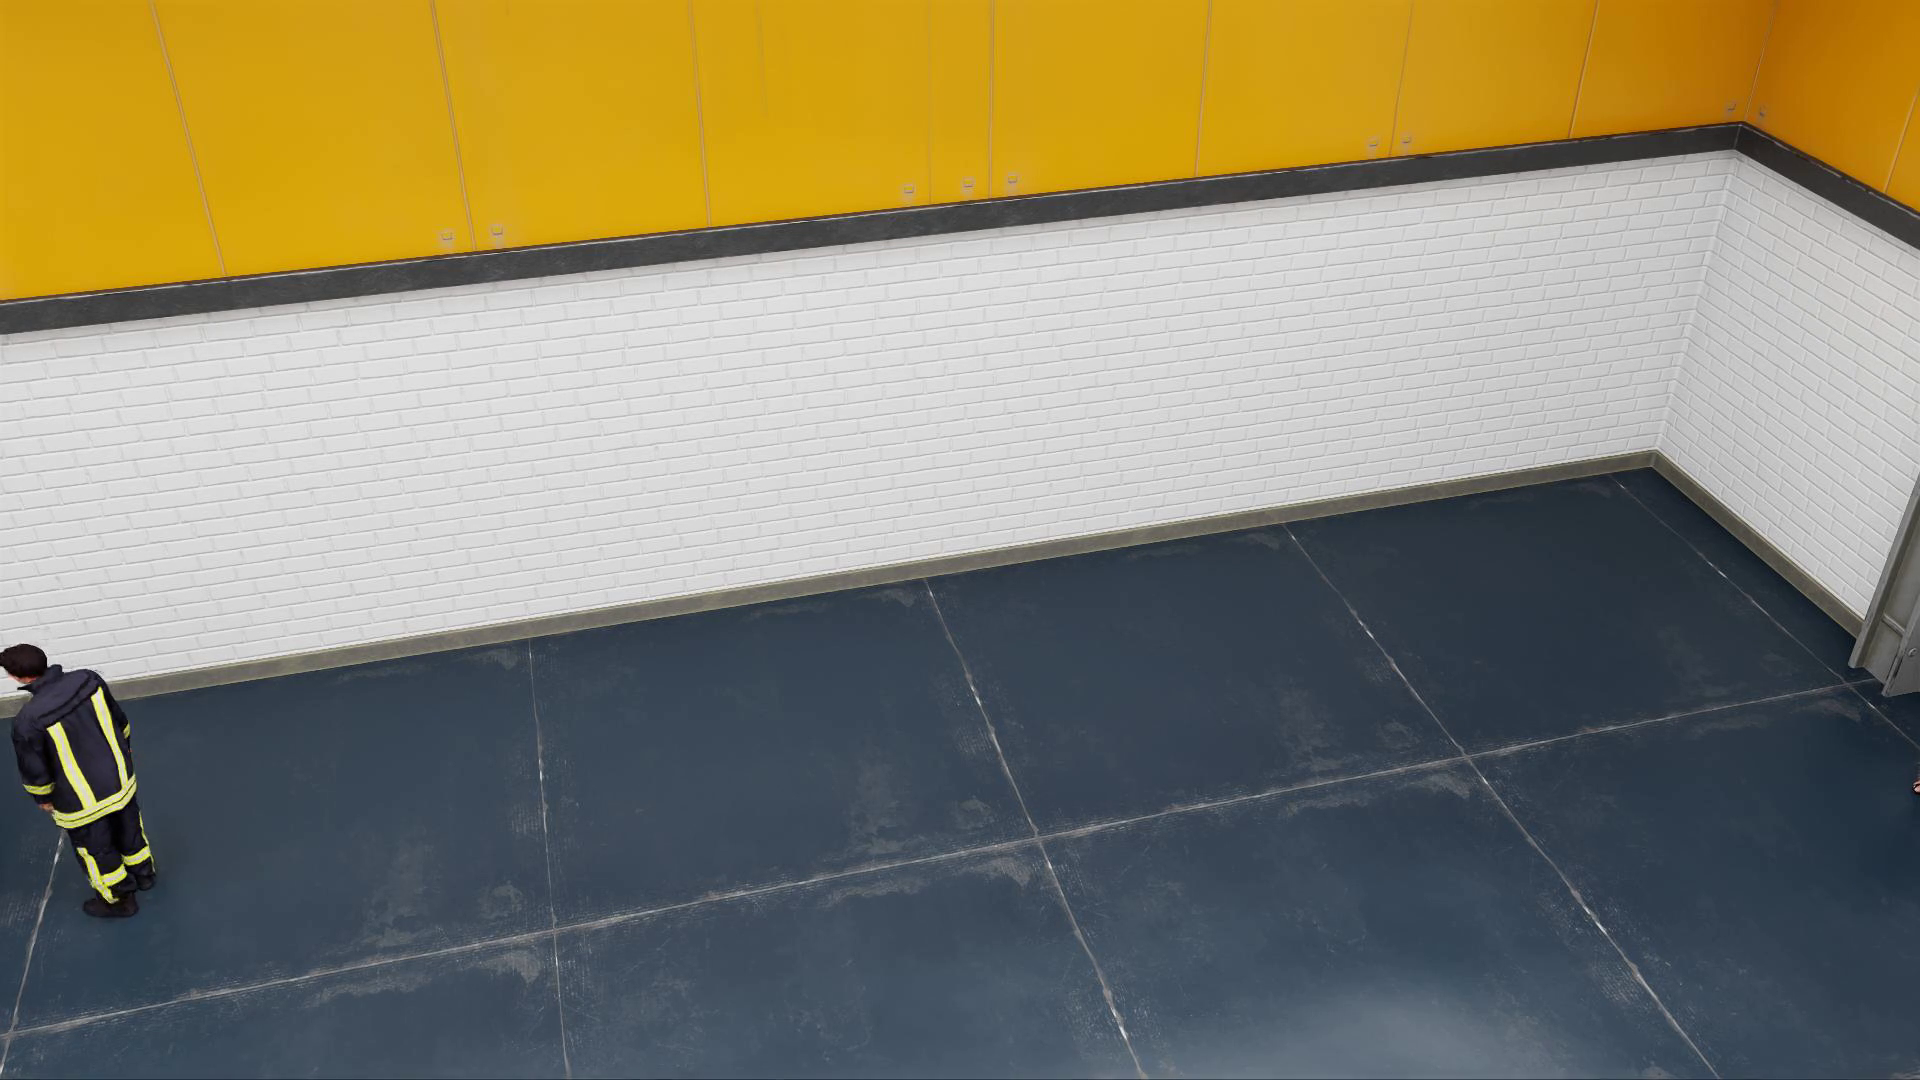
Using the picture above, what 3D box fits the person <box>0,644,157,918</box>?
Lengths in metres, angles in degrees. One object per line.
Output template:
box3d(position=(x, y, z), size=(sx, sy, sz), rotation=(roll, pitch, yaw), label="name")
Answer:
box3d(position=(-5.030, 1.324, 9.591), size=(0.970, 1.916, 0.912), rotation=(26, 42, 34), label="person")
